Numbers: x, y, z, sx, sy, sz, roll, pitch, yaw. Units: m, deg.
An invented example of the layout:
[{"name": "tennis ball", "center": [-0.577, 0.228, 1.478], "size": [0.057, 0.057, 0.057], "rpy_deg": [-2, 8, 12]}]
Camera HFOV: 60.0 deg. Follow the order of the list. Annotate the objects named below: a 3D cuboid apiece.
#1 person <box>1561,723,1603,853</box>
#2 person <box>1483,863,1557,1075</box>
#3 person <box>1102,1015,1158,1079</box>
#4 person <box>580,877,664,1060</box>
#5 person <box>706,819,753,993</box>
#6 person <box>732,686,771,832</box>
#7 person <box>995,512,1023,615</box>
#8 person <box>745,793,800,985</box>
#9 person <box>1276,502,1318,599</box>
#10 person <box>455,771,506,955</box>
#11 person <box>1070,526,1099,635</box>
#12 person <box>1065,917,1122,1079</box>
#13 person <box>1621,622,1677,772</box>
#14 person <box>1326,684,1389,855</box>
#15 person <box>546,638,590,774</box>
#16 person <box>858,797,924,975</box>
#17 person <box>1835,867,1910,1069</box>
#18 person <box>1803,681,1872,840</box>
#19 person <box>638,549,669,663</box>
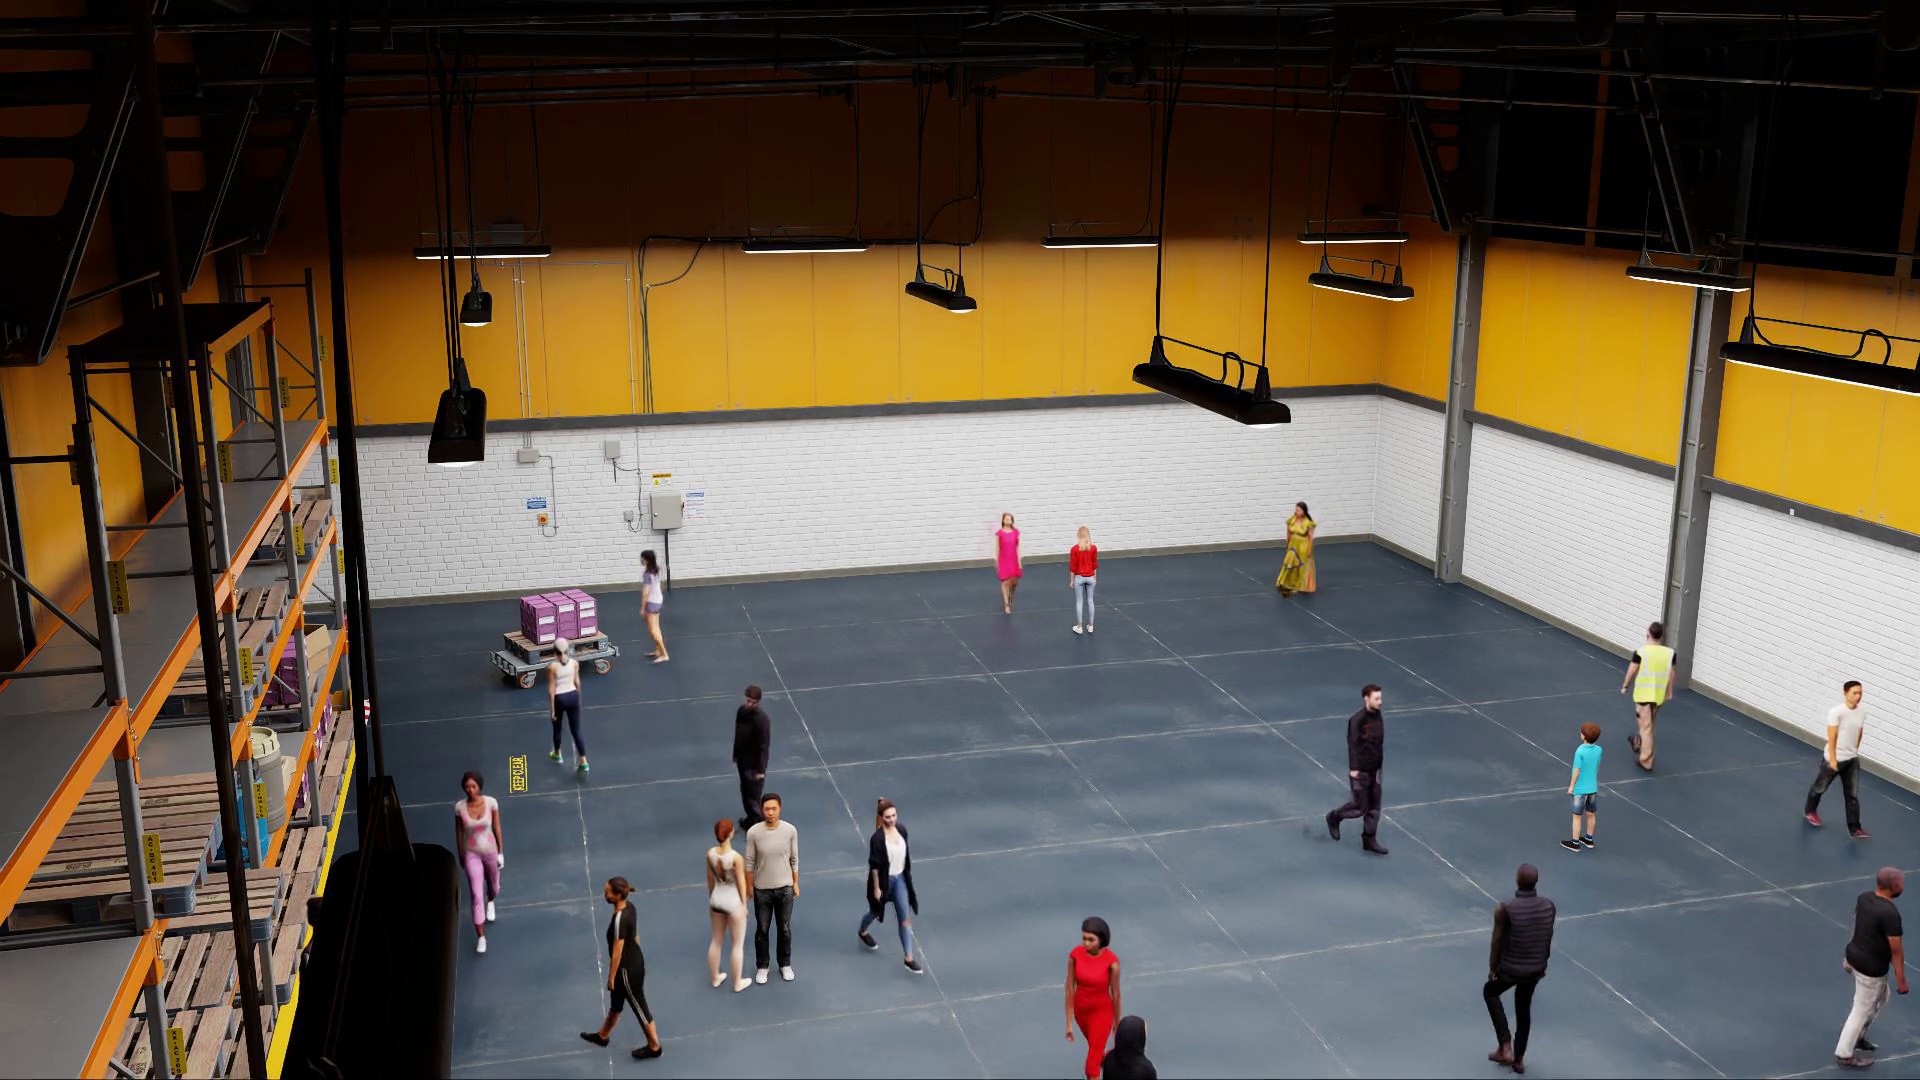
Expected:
[{"name": "person", "center": [6.825, 2.677, 18.148], "size": [0.551, 1.449, 0.531], "rpy_deg": [-6, 15, -25]}, {"name": "person", "center": [4.647, 3.560, 13.694], "size": [0.752, 1.828, 0.688], "rpy_deg": [-2, 14, -8]}, {"name": "person", "center": [1.201, 4.128, 11.804], "size": [0.689, 1.614, 0.776], "rpy_deg": [12, 18, 41]}, {"name": "person", "center": [-2.693, 3.597, 13.945], "size": [0.812, 1.640, 0.961], "rpy_deg": [0, 14, 0]}, {"name": "person", "center": [-2.120, 3.311, 15.116], "size": [0.598, 1.643, 0.648], "rpy_deg": [7, 15, 26]}, {"name": "person", "center": [-2.288, 2.435, 18.370], "size": [1.012, 1.813, 0.619], "rpy_deg": [-4, 14, -16]}, {"name": "person", "center": [0.768, 0.354, 27.175], "size": [0.621, 1.715, 0.647], "rpy_deg": [-3, 14, -11]}, {"name": "person", "center": [-1.726, 3.175, 15.317], "size": [0.639, 1.812, 0.531], "rpy_deg": [-3, 14, -14]}, {"name": "person", "center": [5.787, 0.162, 28.177], "size": [1.250, 1.616, 1.325], "rpy_deg": [7, 15, 27]}, {"name": "person", "center": [-4.619, 3.042, 16.087], "size": [0.613, 1.710, 1.111], "rpy_deg": [-5, 14, -18]}, {"name": "person", "center": [1.943, 0.622, 26.091], "size": [0.612, 1.704, 0.510], "rpy_deg": [-3, 14, -14]}, {"name": "person", "center": [1.084, 3.756, 13.188], "size": [1.064, 1.685, 1.201], "rpy_deg": [6, 15, 22]}, {"name": "person", "center": [8.490, 1.946, 20.409], "size": [0.794, 1.806, 1.104], "rpy_deg": [-2, 14, -8]}, {"name": "person", "center": [4.341, 2.467, 18.051], "size": [0.921, 1.902, 1.077], "rpy_deg": [-11, 17, -38]}, {"name": "person", "center": [-4.757, 2.056, 20.269], "size": [0.912, 1.658, 1.259], "rpy_deg": [-10, 17, -35]}, {"name": "person", "center": [-0.743, 3.196, 15.596], "size": [0.954, 1.641, 1.226], "rpy_deg": [-12, 18, -40]}, {"name": "person", "center": [7.464, 3.555, 13.800], "size": [0.803, 1.788, 0.737], "rpy_deg": [1, 14, 4]}, {"name": "person", "center": [9.760, 2.413, 18.576], "size": [0.737, 1.760, 1.160], "rpy_deg": [-2, 14, -8]}, {"name": "person", "center": [-4.551, 0.970, 24.632], "size": [0.844, 1.716, 0.743], "rpy_deg": [6, 15, 23]}]
